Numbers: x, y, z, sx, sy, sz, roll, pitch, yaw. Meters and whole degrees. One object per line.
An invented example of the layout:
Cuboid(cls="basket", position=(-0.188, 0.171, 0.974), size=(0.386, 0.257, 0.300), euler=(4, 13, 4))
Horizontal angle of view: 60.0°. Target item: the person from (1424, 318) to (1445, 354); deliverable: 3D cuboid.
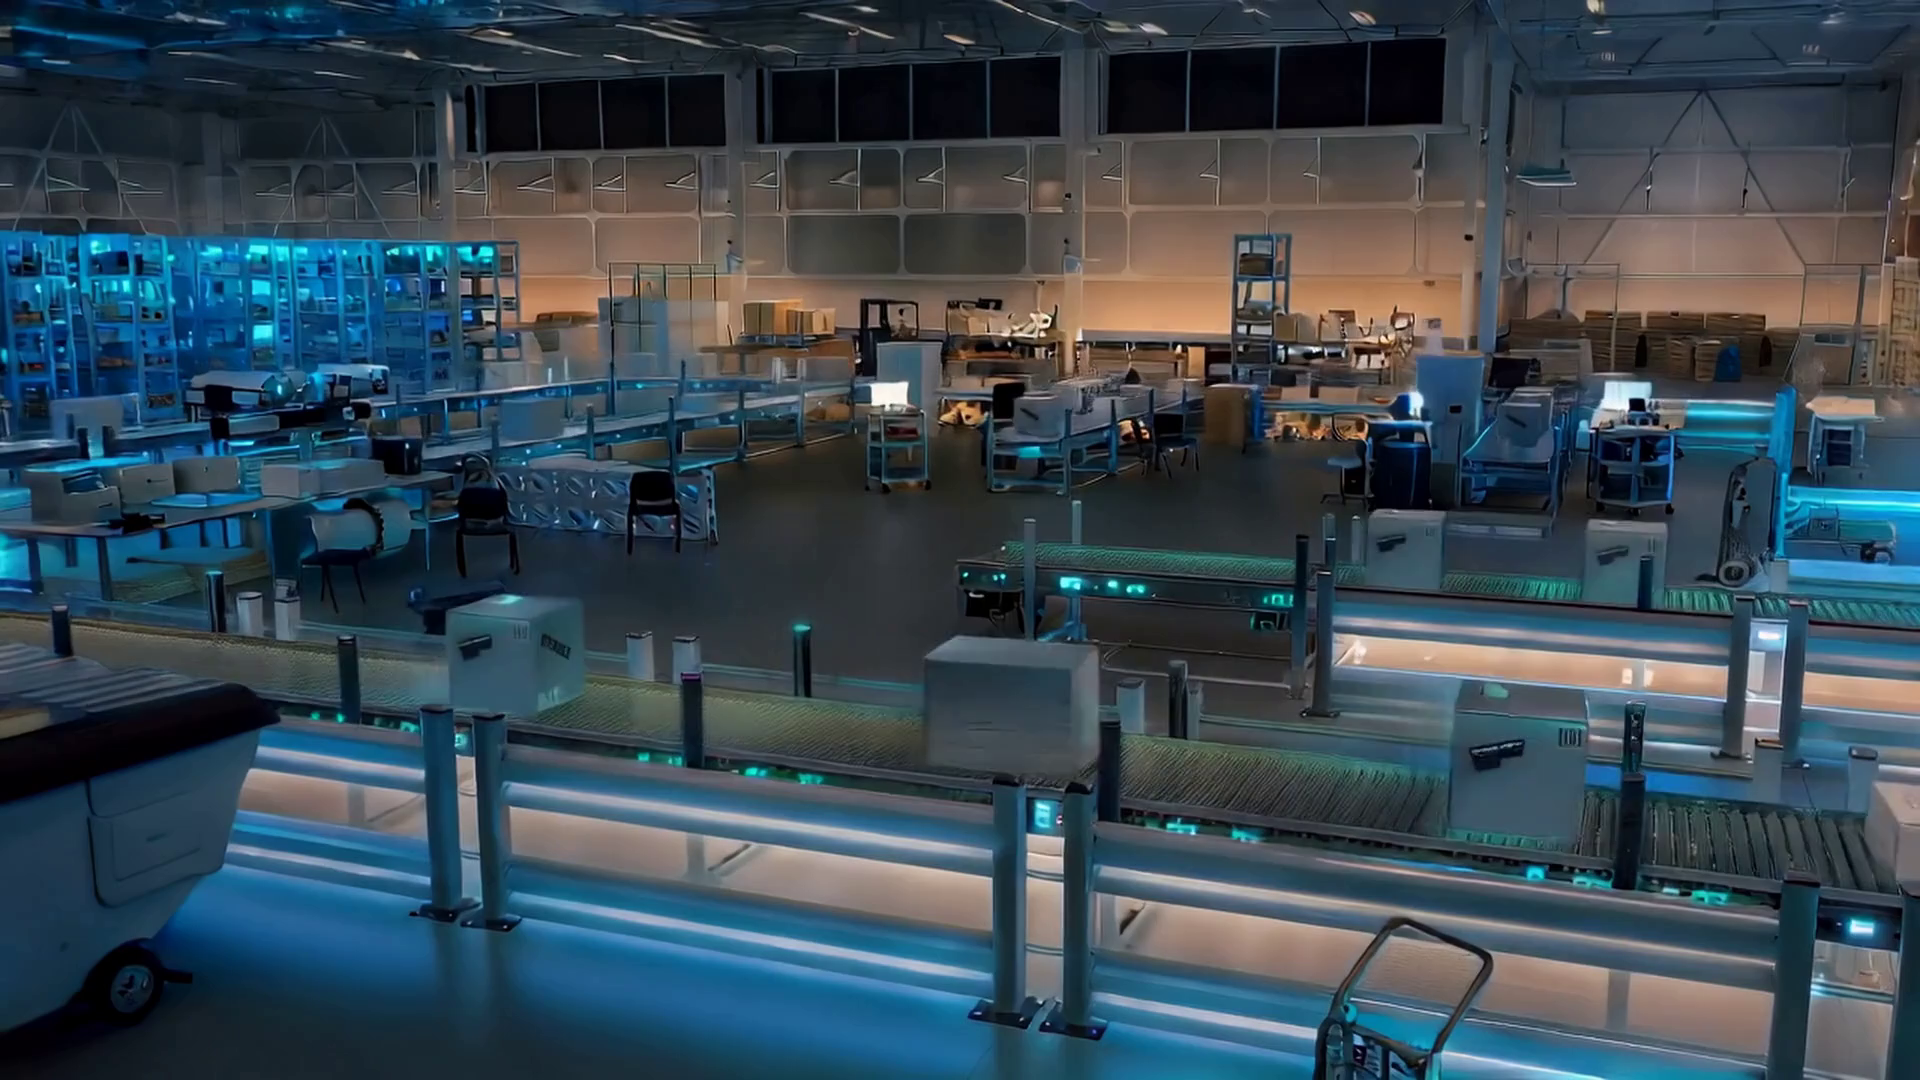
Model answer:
Cuboid(cls="person", position=(10.623, -3.980, 36.946), size=(0.976, 1.852, 0.669), euler=(1, 9, 6))

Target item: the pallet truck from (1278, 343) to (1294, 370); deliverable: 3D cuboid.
Cuboid(cls="pallet truck", position=(7.886, -4.163, 39.743), size=(0.653, 1.274, 1.630), euler=(4, 10, 22))

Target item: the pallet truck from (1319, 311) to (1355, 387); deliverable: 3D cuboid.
Cuboid(cls="pallet truck", position=(9.071, -4.419, 39.190), size=(0.823, 1.965, 1.885), euler=(5, 10, 26))

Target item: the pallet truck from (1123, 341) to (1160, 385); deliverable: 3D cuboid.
Cuboid(cls="pallet truck", position=(4.445, -4.380, 41.279), size=(0.680, 1.201, 1.601), euler=(4, 10, 22))

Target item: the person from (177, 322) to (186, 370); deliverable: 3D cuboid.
Cuboid(cls="person", position=(-18.093, -4.234, 38.654), size=(0.606, 1.791, 0.908), euler=(-1, 9, -5))

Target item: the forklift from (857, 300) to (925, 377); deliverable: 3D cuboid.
Cuboid(cls="forklift", position=(-1.732, -5.109, 42.468), size=(1.157, 1.987, 2.680), euler=(4, 10, 22))

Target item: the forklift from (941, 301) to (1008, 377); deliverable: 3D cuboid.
Cuboid(cls="forklift", position=(0.365, -4.966, 41.571), size=(1.157, 1.987, 2.680), euler=(3, 10, 20))

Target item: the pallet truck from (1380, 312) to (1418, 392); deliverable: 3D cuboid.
Cuboid(cls="pallet truck", position=(10.207, -4.283, 38.369), size=(0.823, 1.965, 1.885), euler=(3, 10, 20))

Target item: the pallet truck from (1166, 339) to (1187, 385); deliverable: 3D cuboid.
Cuboid(cls="pallet truck", position=(5.418, -4.269, 40.420), size=(0.704, 1.261, 1.522), euler=(3, 10, 20))
